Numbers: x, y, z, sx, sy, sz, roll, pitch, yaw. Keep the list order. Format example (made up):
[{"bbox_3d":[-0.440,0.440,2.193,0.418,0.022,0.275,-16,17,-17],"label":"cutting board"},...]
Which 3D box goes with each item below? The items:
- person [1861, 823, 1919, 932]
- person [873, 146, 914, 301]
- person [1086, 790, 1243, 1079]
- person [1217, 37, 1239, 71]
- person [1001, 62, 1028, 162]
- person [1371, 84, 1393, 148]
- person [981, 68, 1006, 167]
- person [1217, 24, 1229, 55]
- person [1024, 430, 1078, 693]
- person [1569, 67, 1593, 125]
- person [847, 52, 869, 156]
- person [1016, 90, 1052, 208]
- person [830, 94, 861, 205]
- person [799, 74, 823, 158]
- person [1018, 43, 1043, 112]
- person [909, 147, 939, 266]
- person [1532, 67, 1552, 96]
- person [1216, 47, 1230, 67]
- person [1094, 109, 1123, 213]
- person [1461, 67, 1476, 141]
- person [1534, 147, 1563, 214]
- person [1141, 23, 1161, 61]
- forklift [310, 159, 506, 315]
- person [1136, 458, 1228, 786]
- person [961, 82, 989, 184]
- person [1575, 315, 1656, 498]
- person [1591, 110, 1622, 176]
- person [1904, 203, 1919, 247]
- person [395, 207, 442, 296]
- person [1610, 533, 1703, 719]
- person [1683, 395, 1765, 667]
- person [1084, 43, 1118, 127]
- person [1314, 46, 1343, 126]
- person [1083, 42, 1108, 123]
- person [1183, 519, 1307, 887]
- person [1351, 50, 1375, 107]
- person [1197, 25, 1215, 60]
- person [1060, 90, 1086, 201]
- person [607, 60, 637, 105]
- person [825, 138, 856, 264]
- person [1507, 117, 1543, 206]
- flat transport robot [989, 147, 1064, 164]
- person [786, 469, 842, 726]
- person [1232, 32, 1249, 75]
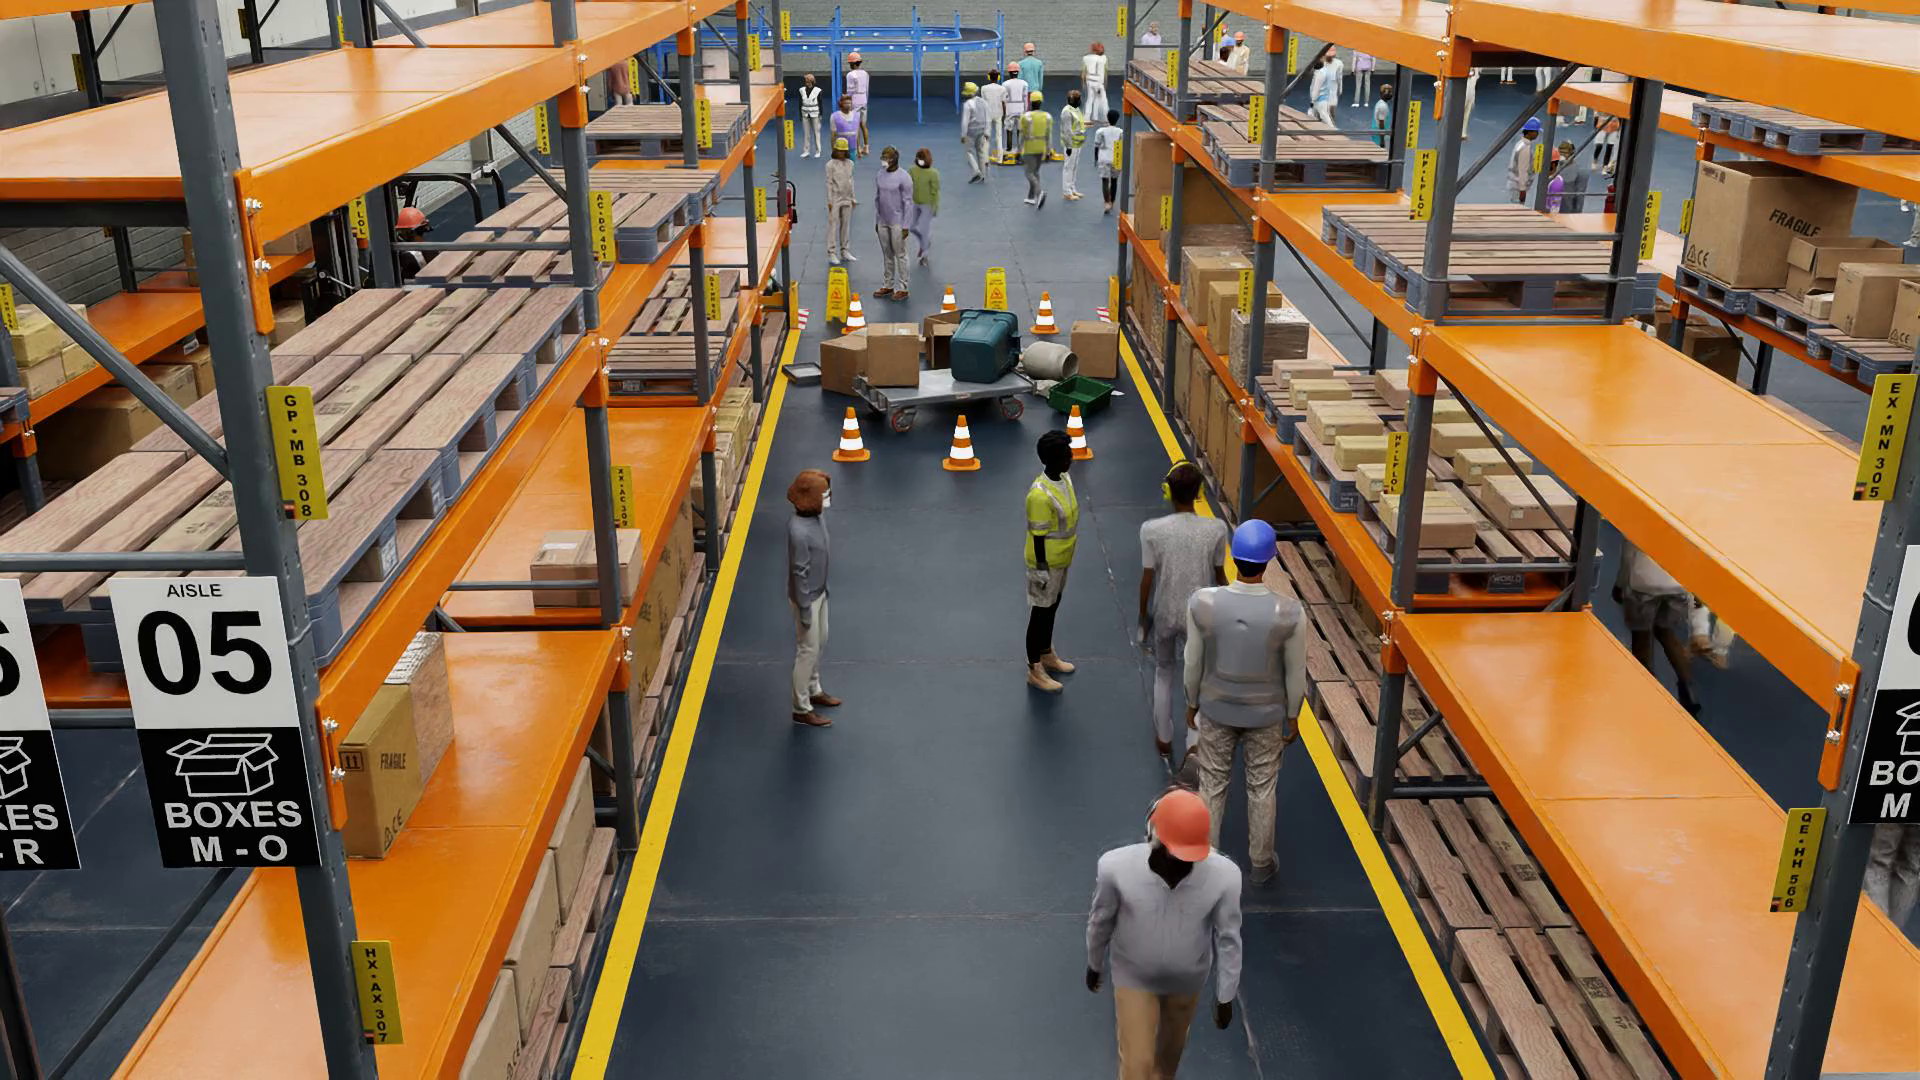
[{"bbox_3d":[4.303,1.180,7.555,0.610,1.814,0.478,4,21,11],"label":"person"},{"bbox_3d":[-0.859,-4.027,21.140,0.367,1.939,0.635,-19,28,-41],"label":"person"},{"bbox_3d":[0.777,1.671,6.418,0.590,1.699,0.921,1,21,2],"label":"person"},{"bbox_3d":[6.274,-10.879,39.271,0.618,1.928,0.804,-10,23,-25],"label":"person"},{"bbox_3d":[1.056,-8.420,32.763,0.543,1.931,0.387,-7,22,-18],"label":"person"},{"bbox_3d":[7.458,-7.141,29.519,0.336,1.840,0.503,3,21,9],"label":"person"},{"bbox_3d":[0.644,-8.166,32.200,0.501,1.861,0.329,2,21,4],"label":"person"},{"bbox_3d":[7.331,-13.521,46.491,0.343,1.749,0.573,-5,21,-12],"label":"person"},{"bbox_3d":[0.579,0.118,10.519,0.315,1.697,0.541,7,22,19],"label":"person"},{"bbox_3d":[14.476,-10.487,38.654,0.512,1.622,0.285,-17,27,-38],"label":"person"},{"bbox_3d":[-2.096,-8.839,33.741,0.426,2.035,0.601,15,25,34],"label":"person"},{"bbox_3d":[1.276,-6.538,27.819,0.591,1.905,0.792,-12,24,-28],"label":"person"},{"bbox_3d":[-1.930,-6.557,27.955,0.570,1.843,0.372,-15,25,-34],"label":"person"},{"bbox_3d":[-2.993,-8.523,33.441,0.515,1.639,0.315,7,22,19],"label":"person"},{"bbox_3d":[1.524,-9.908,36.610,0.622,1.990,0.393,-8,22,-21],"label":"person"},{"bbox_3d":[-0.525,-4.695,23.336,0.552,1.622,0.463,13,24,30],"label":"person"},{"bbox_3d":[15.665,-12.868,44.522,0.531,1.921,0.665,-8,22,-21],"label":"person"},{"bbox_3d":[5.733,-9.929,36.787,0.405,1.906,0.604,-6,21,-14],"label":"person"},{"bbox_3d":[2.478,-6.219,27.327,0.532,1.662,0.829,0,21,-1],"label":"person"},{"bbox_3d":[10.858,-9.390,35.741,0.507,1.630,0.268,-10,23,-24],"label":"person"},{"bbox_3d":[7.405,-4.016,21.122,0.365,1.932,0.543,1,21,2],"label":"person"},{"bbox_3d":[5.148,-12.868,44.552,0.638,1.909,0.407,-15,25,-34],"label":"person"},{"bbox_3d":[-5.622,-2.910,17.832,2.313,2.155,1.214,-1,21,-1],"label":"forklift"},{"bbox_3d":[1.256,0.473,9.382,0.523,1.851,0.768,2,21,6],"label":"person"},{"bbox_3d":[0.268,-7.401,30.246,0.423,1.808,0.659,16,26,36],"label":"person"},{"bbox_3d":[5.429,-1.187,13.774,0.520,1.847,0.380,-3,21,-8],"label":"person"},{"bbox_3d":[12.140,-7.688,31.172,0.536,1.685,0.382,3,21,9],"label":"person"},{"bbox_3d":[14.304,-5.194,24.512,0.487,1.736,0.321,-1,21,-3],"label":"person"},{"bbox_3d":[-5.238,-2.225,16.255,0.407,2.035,0.601,4,21,10],"label":"person"},{"bbox_3d":[4.209,0.242,9.902,0.544,1.914,0.587,-3,21,-9],"label":"person"},{"bbox_3d":[4.988,-0.047,10.773,0.625,1.831,0.438,3,21,7],"label":"person"},{"bbox_3d":[3.236,-10.482,38.328,0.894,1.843,0.575,-12,24,-29],"label":"person"},{"bbox_3d":[8.065,-9.828,36.427,0.661,1.968,1.034,2,21,5],"label":"person"},{"bbox_3d":[3.167,-10.725,39.008,0.569,1.825,0.452,7,22,17],"label":"person"},{"bbox_3d":[1.410,0.826,8.299,0.605,1.948,0.390,6,21,15],"label":"person"},{"bbox_3d":[10.195,-11.937,42.076,0.584,1.918,0.381,-1,21,-3],"label":"person"},{"bbox_3d":[6.476,-12.677,44.077,0.573,1.887,0.356,17,27,38],"label":"person"},{"bbox_3d":[1.943,-6.774,28.535,0.429,1.843,0.633,6,22,16],"label":"person"},{"bbox_3d":[-7.404,-9.869,36.517,0.624,1.991,0.400,0,21,0],"label":"person"},{"bbox_3d":[-1.662,-4.778,23.401,0.487,1.740,0.313,-18,27,-39],"label":"person"},{"bbox_3d":[8.104,-5.107,24.002,0.418,1.940,0.604,5,21,13],"label":"person"},{"bbox_3d":[1.286,-7.636,32.998,1.431,0.197,0.652,-11,23,-26],"label":"flat transport robot"},{"bbox_3d":[-0.898,0.342,10.034,0.279,1.621,0.508,3,21,8],"label":"person"},{"bbox_3d":[6.838,-11.521,40.970,0.541,1.929,0.395,19,28,41],"label":"person"}]
